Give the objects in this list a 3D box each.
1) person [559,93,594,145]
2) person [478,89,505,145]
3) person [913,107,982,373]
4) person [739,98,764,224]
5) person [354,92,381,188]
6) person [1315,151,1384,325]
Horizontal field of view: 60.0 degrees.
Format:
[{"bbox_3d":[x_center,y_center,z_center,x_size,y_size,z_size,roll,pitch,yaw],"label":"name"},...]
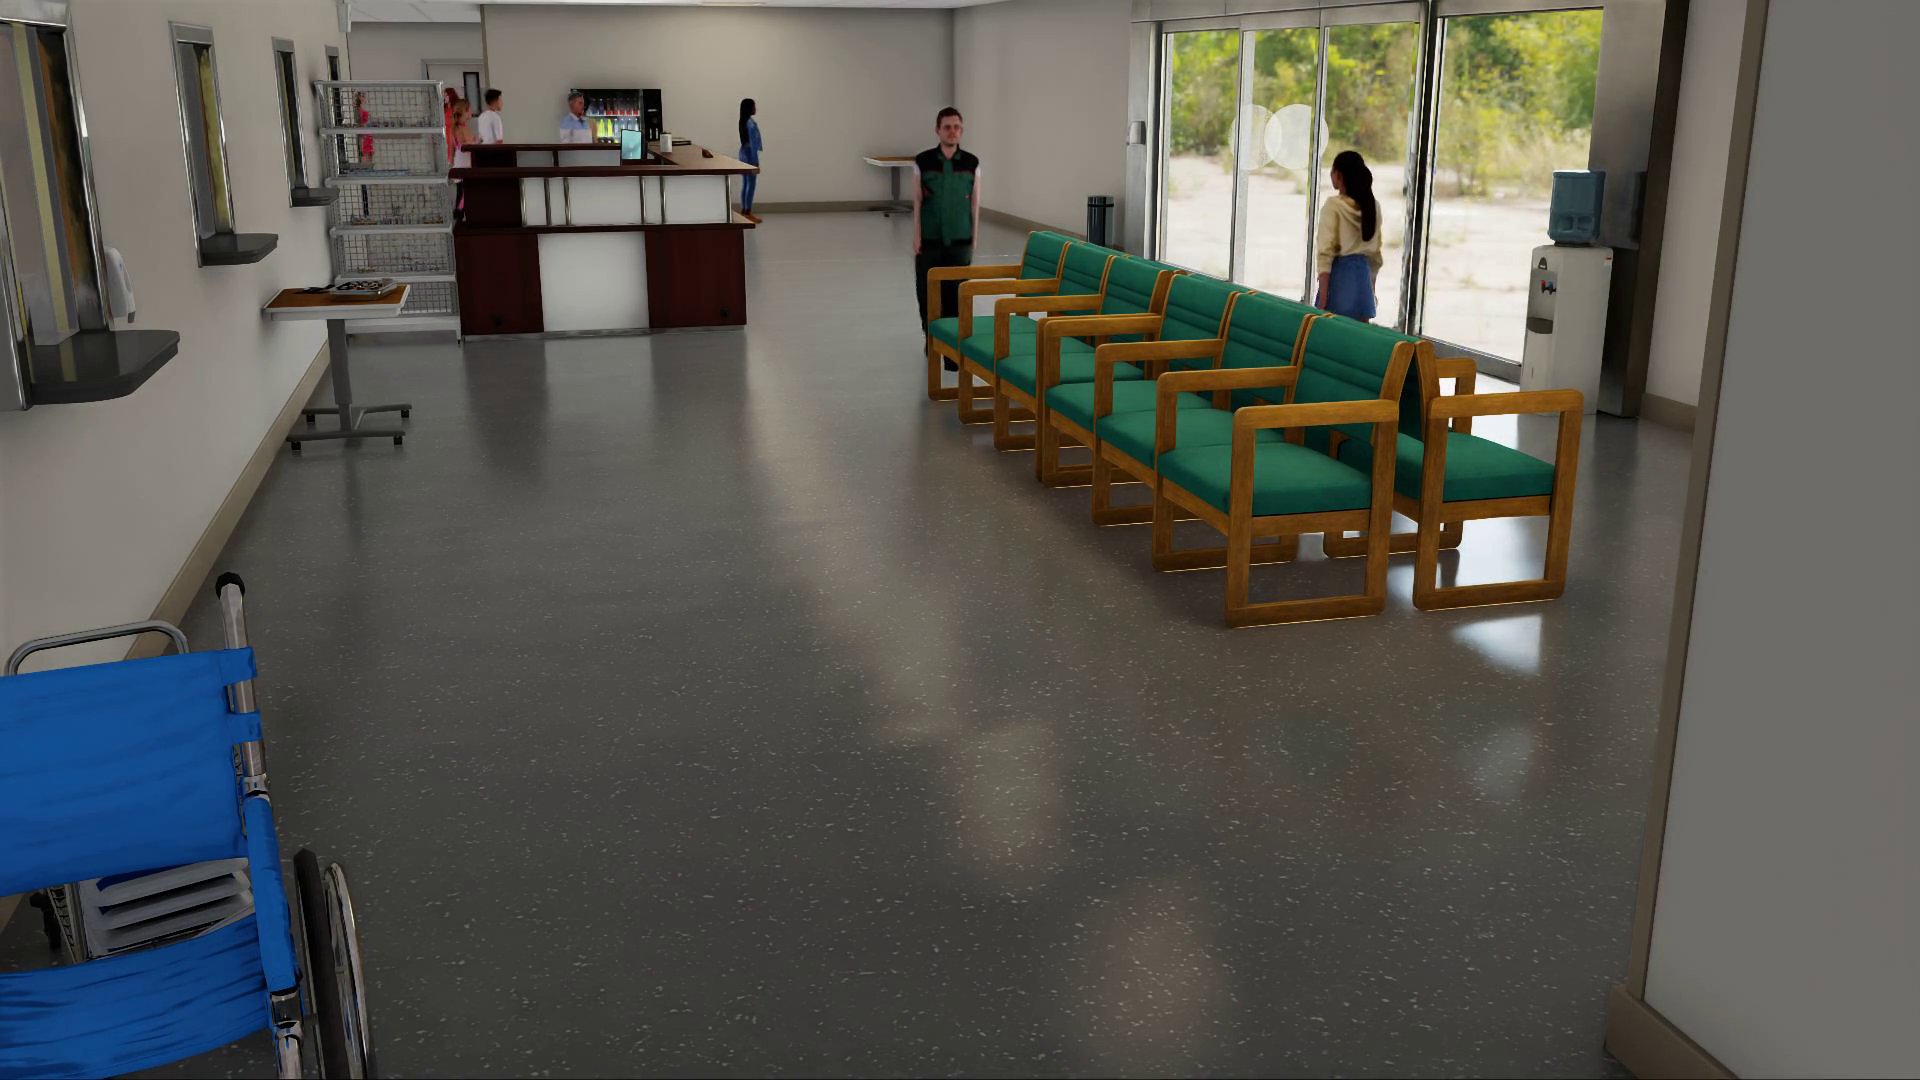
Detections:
[{"bbox_3d":[-4.795,-4.579,20.602,1.237,1.779,1.096,5,17,19],"label":"person"},{"bbox_3d":[-6.349,-5.094,22.326,0.900,1.833,0.954,12,20,37],"label":"person"},{"bbox_3d":[-0.123,-2.122,11.807,1.061,1.822,0.851,-1,16,-4],"label":"person"},{"bbox_3d":[-2.981,-5.345,23.444,0.565,1.710,0.620,-7,17,-23],"label":"person"},{"bbox_3d":[-11.030,-7.347,30.542,0.933,1.712,0.680,-1,16,-4],"label":"person"},{"bbox_3d":[2.340,-1.463,9.858,0.991,1.612,0.854,-9,18,-28],"label":"person"}]
